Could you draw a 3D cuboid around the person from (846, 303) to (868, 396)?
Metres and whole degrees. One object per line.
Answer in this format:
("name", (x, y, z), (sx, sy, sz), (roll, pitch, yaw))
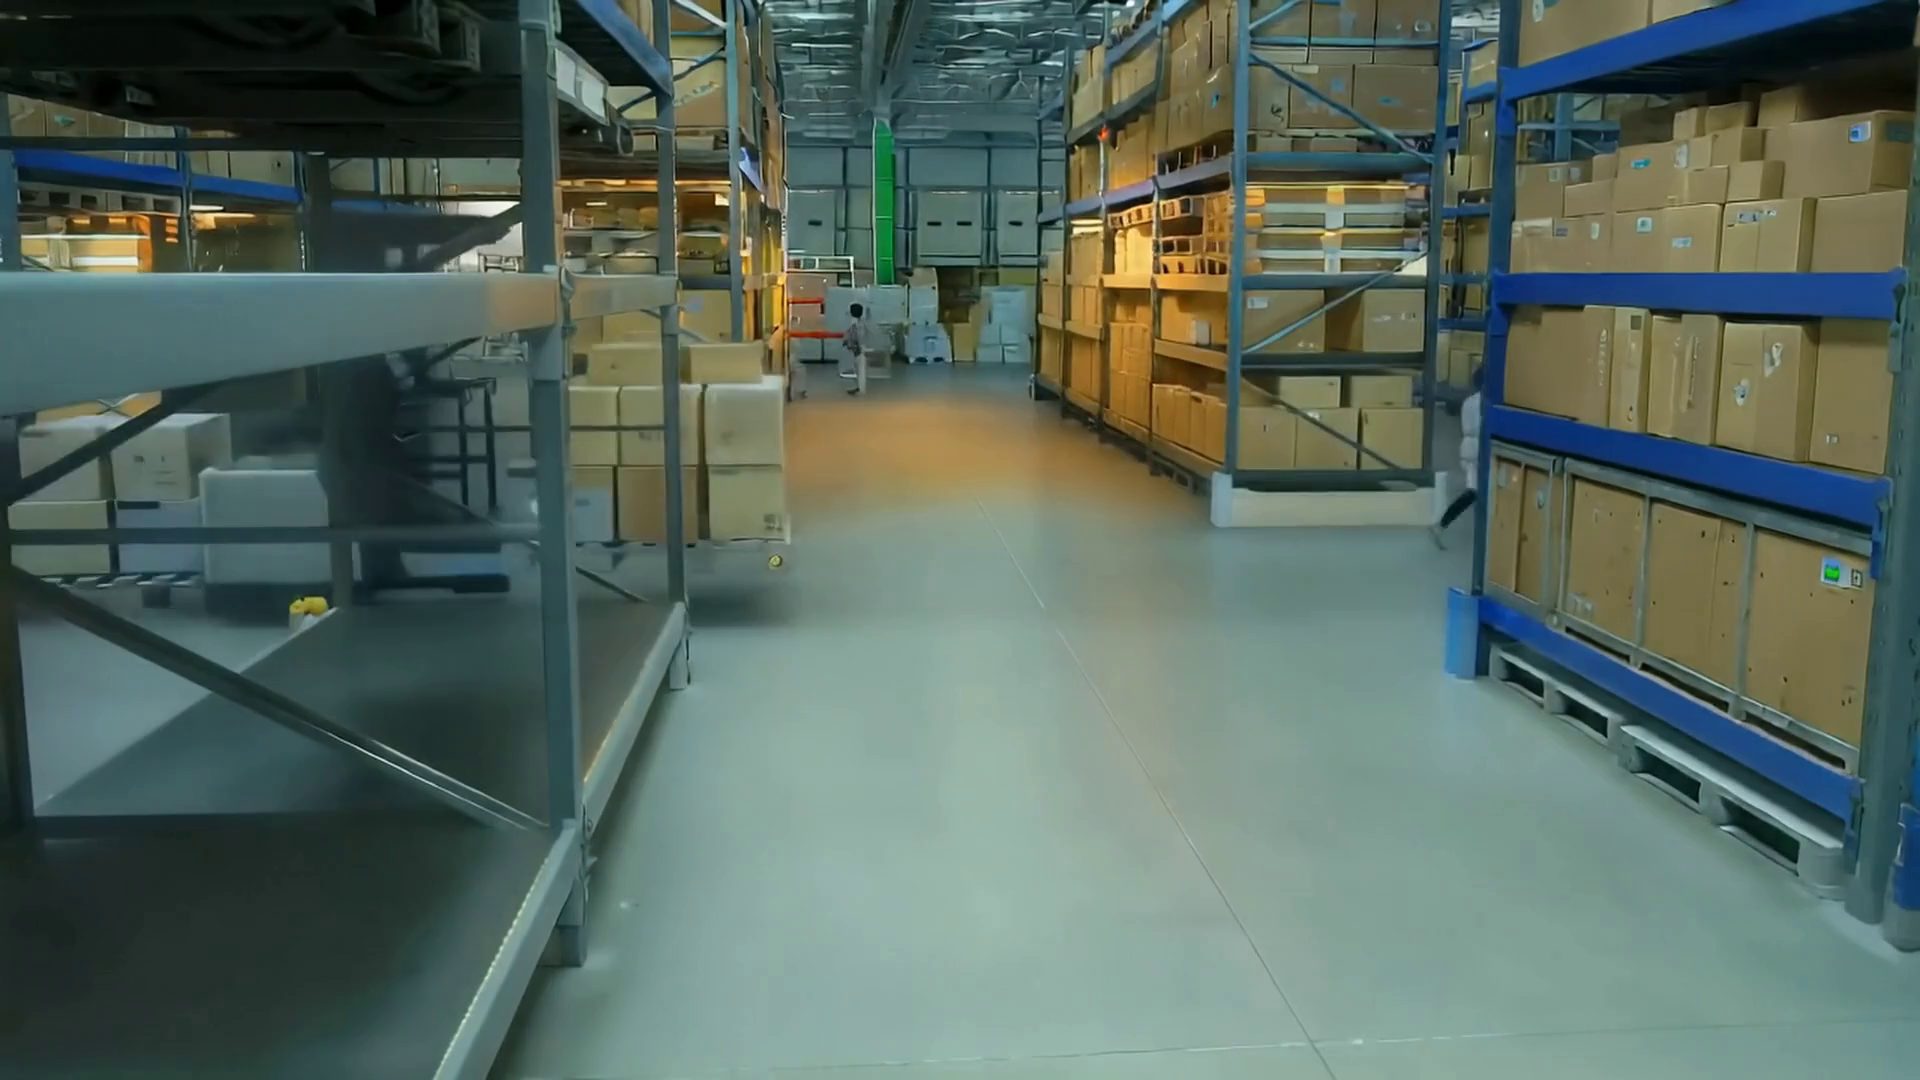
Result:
("person", (-2.052, -3.781, 33.123), (0.429, 1.844, 0.625), (-1, 9, -7))

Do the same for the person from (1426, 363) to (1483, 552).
("person", (4.455, -0.722, 14.465), (0.825, 1.666, 0.534), (-1, 9, -7))

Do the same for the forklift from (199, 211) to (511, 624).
("forklift", (-4.274, -0.889, 11.709), (1.873, 2.768, 1.129), (-1, 9, -5))
